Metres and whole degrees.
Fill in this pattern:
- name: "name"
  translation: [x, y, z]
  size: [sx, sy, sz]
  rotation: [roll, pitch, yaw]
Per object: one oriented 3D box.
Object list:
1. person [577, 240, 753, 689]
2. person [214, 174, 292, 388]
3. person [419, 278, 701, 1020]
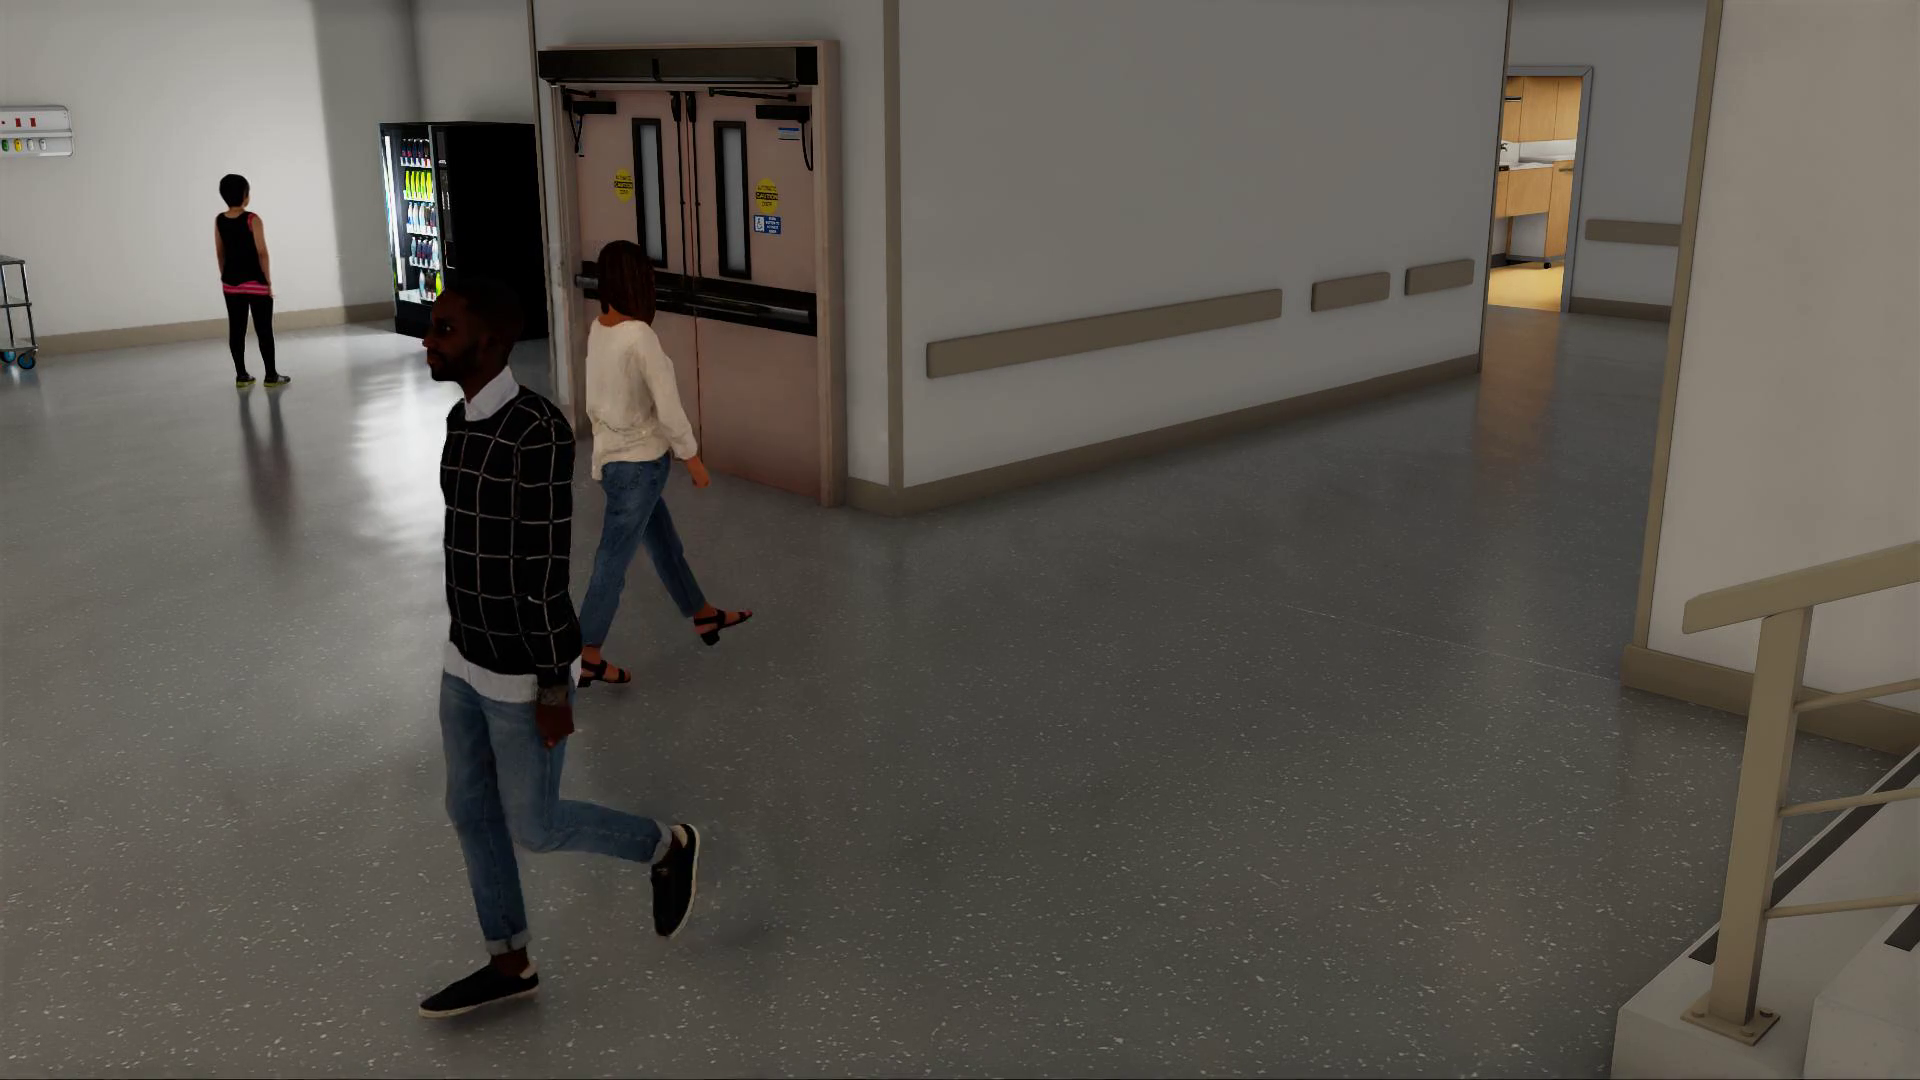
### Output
- name: "person"
  translation: [-1.295, -0.240, 6.144]
  size: [0.829, 1.651, 1.011]
  rotation: [-10, 18, -31]
- name: "person"
  translation: [-5.258, -1.907, 12.238]
  size: [0.603, 1.552, 0.685]
  rotation: [3, 16, 9]
- name: "person"
  translation: [-0.994, 0.278, 4.029]
  size: [0.759, 1.801, 0.918]
  rotation: [-14, 21, -40]
